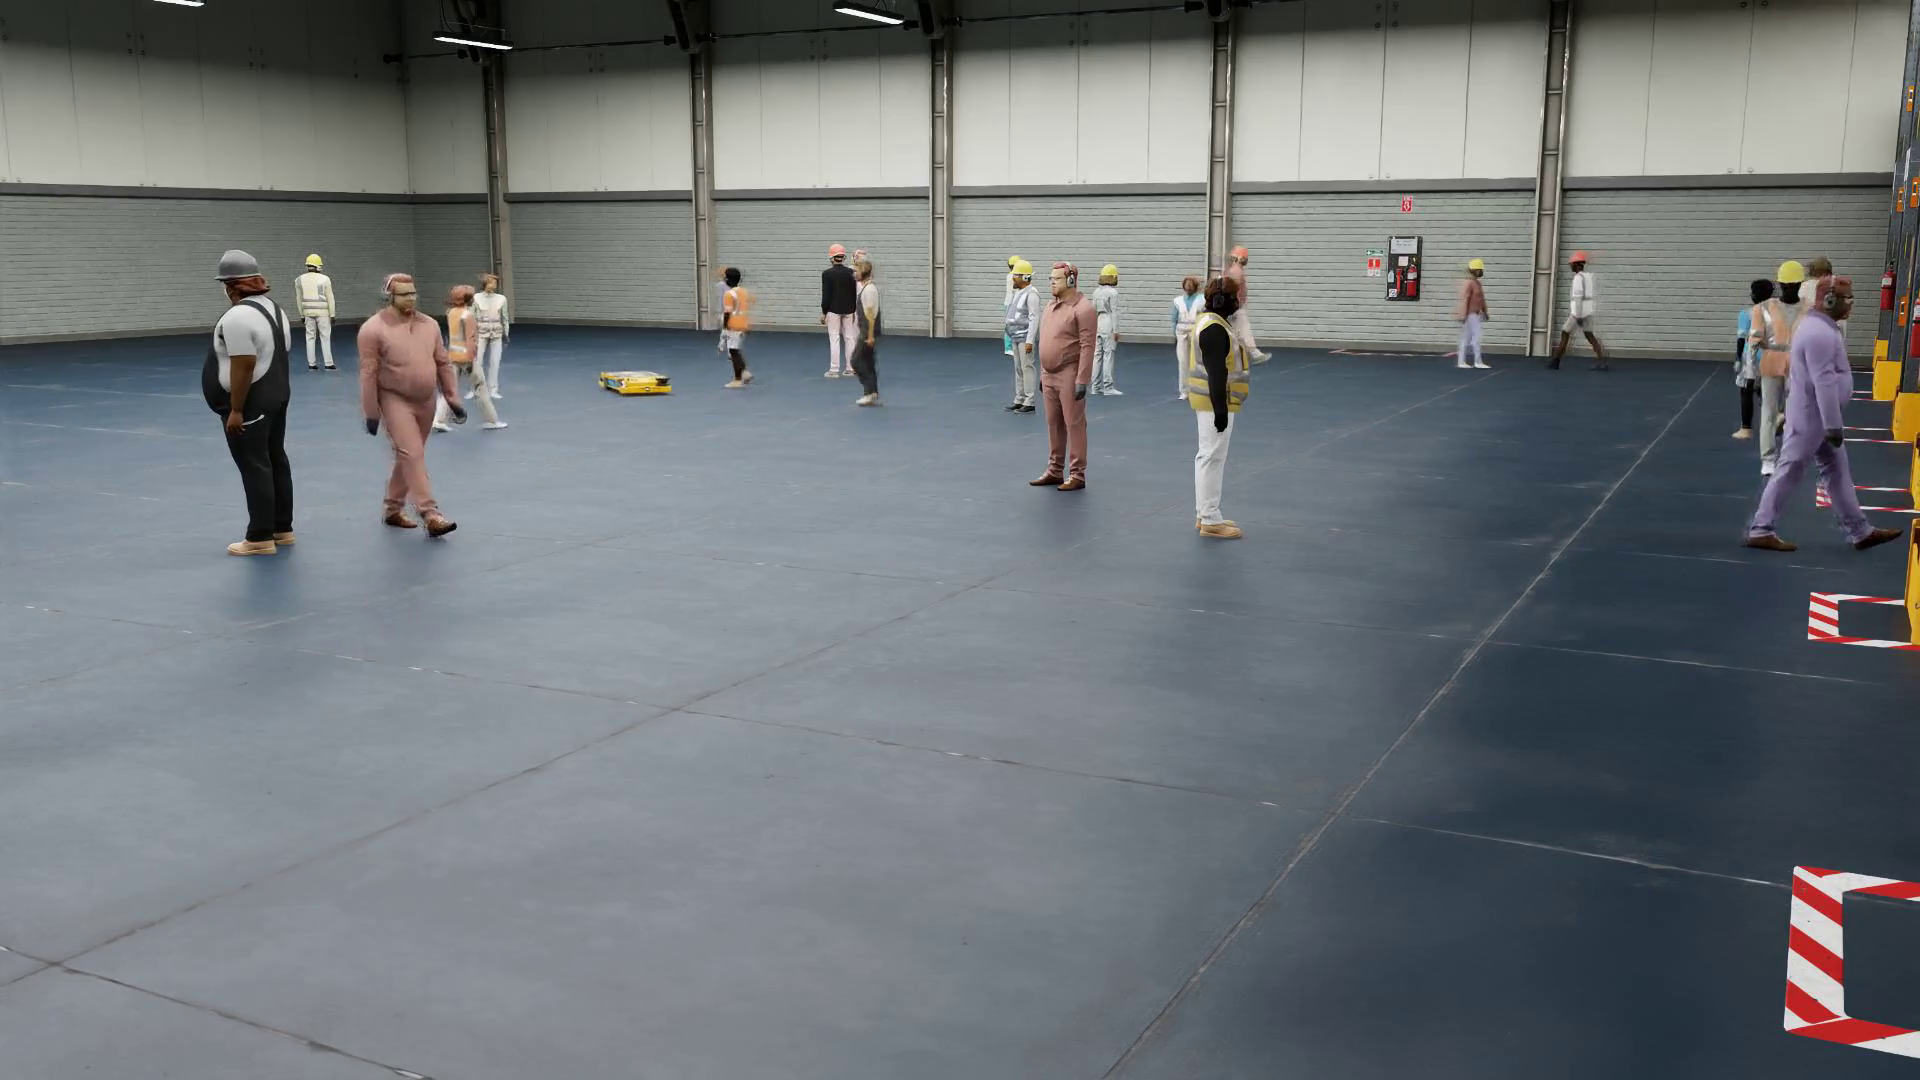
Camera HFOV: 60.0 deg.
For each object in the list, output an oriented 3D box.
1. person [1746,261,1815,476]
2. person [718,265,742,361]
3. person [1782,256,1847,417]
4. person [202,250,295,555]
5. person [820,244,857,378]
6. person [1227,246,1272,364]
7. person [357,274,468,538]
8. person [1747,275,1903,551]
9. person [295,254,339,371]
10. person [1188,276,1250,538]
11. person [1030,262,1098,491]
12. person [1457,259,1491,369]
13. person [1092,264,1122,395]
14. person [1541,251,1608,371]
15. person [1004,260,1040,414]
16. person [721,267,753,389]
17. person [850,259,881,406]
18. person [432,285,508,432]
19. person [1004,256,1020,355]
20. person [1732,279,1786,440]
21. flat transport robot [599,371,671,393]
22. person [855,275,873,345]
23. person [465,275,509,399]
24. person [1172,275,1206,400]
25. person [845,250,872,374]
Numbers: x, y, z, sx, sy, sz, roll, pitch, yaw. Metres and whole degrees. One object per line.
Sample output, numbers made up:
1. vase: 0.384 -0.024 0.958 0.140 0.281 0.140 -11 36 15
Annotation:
1. person: 7.220 -1.476 14.570 0.612 1.893 0.794 4 11 19
2. person: -3.887 -3.833 28.166 0.373 1.617 0.524 10 14 42
3. person: 9.324 -2.158 18.265 0.838 1.914 0.637 -6 12 -28
4. person: -4.797 -0.926 11.182 0.537 2.000 0.689 0 10 1
5. person: -1.825 -3.439 25.007 0.611 1.996 0.378 -7 13 -35
6. person: 4.639 -3.862 27.451 1.009 1.936 0.647 -1 10 -3
7. person: -3.896 -0.960 11.870 0.985 1.854 0.655 7 12 33
8. person: 5.830 -0.821 11.116 0.954 1.856 0.659 6 12 28
9. person: -10.093 -3.562 26.125 0.590 1.833 0.404 1 10 5
10. person: 1.840 -0.945 11.833 0.429 1.844 0.627 1 10 4
11. person: 0.861 -1.371 13.980 0.409 1.908 0.639 -7 12 -33
12. person: 8.275 -3.582 26.490 0.699 1.742 0.531 7 12 32
13. person: 1.977 -2.812 22.281 0.325 1.740 0.493 -7 12 -33
14. person: 9.794 -3.599 26.235 0.534 1.883 1.035 -10 14 -43
15. person: 0.744 -2.426 19.926 0.403 1.834 0.588 -3 11 -18
16. person: -3.134 -2.934 23.078 0.367 1.682 0.552 4 11 19
17. person: -1.198 -2.560 20.667 0.461 1.827 0.551 -1 10 -8
18. person: -5.403 -1.972 18.107 0.513 1.599 0.845 9 14 40
19. person: 0.957 -4.177 29.656 0.330 1.769 0.526 2 11 11
20. person: 8.294 -1.852 17.188 0.541 1.686 0.500 -3 11 -14
21. flat transport robot: -4.474 -2.176 22.825 0.652 0.197 1.431 -5 11 -25
22. person: -1.920 -4.521 31.663 0.549 1.716 0.926 -2 11 -11
23. person: -6.193 -2.643 21.704 0.601 1.619 0.395 -6 12 -31
24. person: 3.022 -2.649 21.706 0.523 1.621 0.629 4 11 20
25. person: -1.556 -3.525 25.727 0.410 1.906 0.642 7 12 33
